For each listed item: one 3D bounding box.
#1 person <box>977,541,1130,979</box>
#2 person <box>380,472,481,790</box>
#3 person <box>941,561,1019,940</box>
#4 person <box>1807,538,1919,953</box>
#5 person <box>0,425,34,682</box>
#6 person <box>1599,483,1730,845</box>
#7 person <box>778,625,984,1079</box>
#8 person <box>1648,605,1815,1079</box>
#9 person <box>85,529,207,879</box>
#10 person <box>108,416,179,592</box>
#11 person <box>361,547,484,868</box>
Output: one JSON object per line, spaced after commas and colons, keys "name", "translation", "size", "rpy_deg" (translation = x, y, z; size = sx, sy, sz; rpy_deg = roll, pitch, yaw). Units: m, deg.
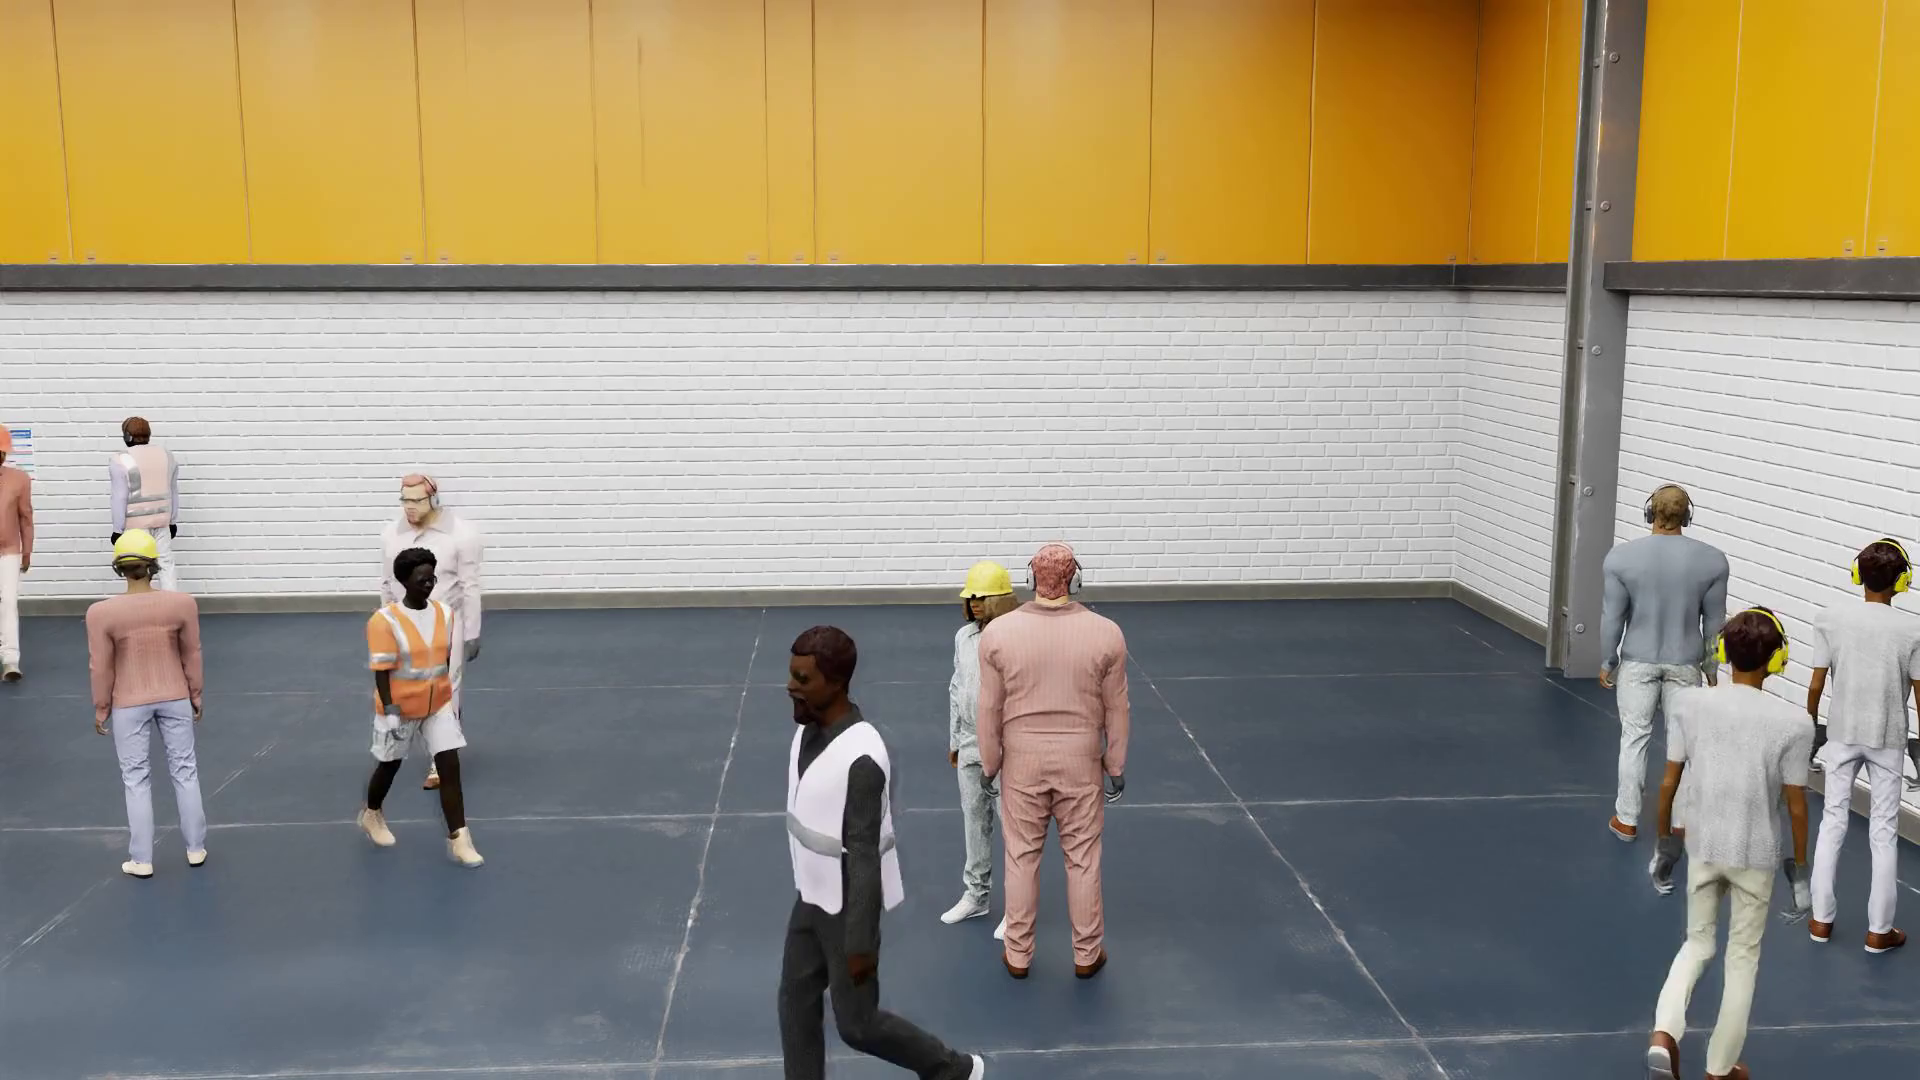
{"name": "person", "translation": [0.400, 0.950, 7.172], "size": [0.652, 1.906, 0.408], "rpy_deg": [0, 9, 3]}
{"name": "person", "translation": [-3.159, 0.510, 10.020], "size": [0.643, 1.882, 0.655], "rpy_deg": [1, 9, 9]}
{"name": "person", "translation": [0.137, 0.956, 7.642], "size": [0.494, 1.743, 0.306], "rpy_deg": [8, 12, 40]}
{"name": "person", "translation": [4.085, 0.920, 7.492], "size": [0.533, 1.866, 0.320], "rpy_deg": [7, 11, 37]}
{"name": "person", "translation": [-7.297, 0.093, 12.505], "size": [0.638, 1.923, 1.077], "rpy_deg": [-6, 11, -31]}
{"name": "person", "translation": [3.733, 0.662, 8.876], "size": [0.627, 1.940, 0.372], "rpy_deg": [3, 9, 16]}
{"name": "person", "translation": [-0.337, 1.206, 5.603], "size": [0.811, 1.899, 0.593], "rpy_deg": [-4, 10, -25]}
{"name": "person", "translation": [2.764, 1.165, 6.010], "size": [0.543, 1.850, 0.560], "rpy_deg": [9, 13, 44]}
{"name": "person", "translation": [-4.107, 0.824, 8.414], "size": [0.526, 1.765, 0.329], "rpy_deg": [-7, 11, -37]}
{"name": "person", "translation": [-6.958, -0.133, 14.173], "size": [0.429, 1.842, 0.634], "rpy_deg": [5, 10, 26]}
{"name": "person", "translation": [-2.855, 0.842, 8.632], "size": [0.869, 1.659, 0.531], "rpy_deg": [7, 12, 39]}
